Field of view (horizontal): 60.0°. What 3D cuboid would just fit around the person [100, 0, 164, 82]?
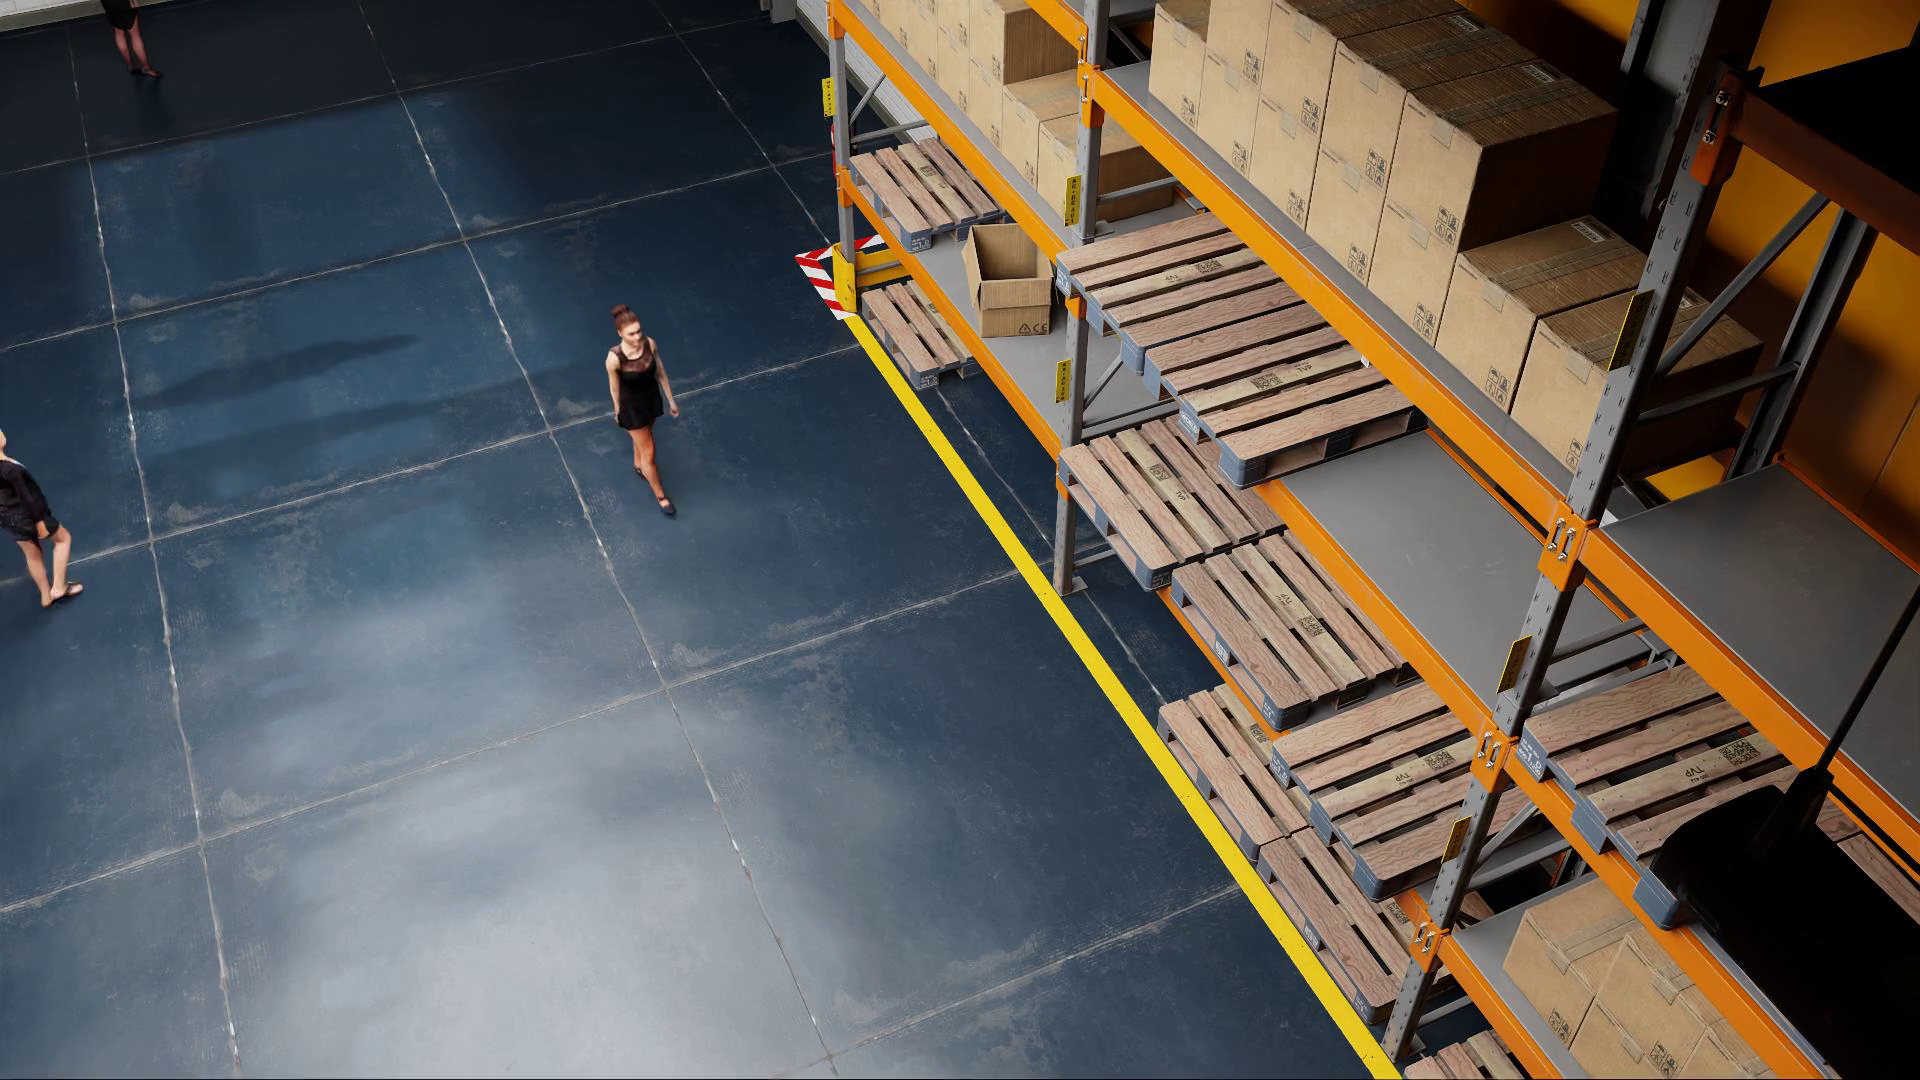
[{"bbox_3d":[-8.528,-5.467,16.796,0.641,1.706,0.718,17,46,17],"label":"person"}]

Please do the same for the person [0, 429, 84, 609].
[{"bbox_3d":[-6.419,-0.125,11.306,0.671,1.545,0.728,13,45,13],"label":"person"}]

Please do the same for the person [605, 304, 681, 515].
[{"bbox_3d":[-2.391,-1.042,12.189,0.949,1.653,0.753,34,53,30],"label":"person"}]
